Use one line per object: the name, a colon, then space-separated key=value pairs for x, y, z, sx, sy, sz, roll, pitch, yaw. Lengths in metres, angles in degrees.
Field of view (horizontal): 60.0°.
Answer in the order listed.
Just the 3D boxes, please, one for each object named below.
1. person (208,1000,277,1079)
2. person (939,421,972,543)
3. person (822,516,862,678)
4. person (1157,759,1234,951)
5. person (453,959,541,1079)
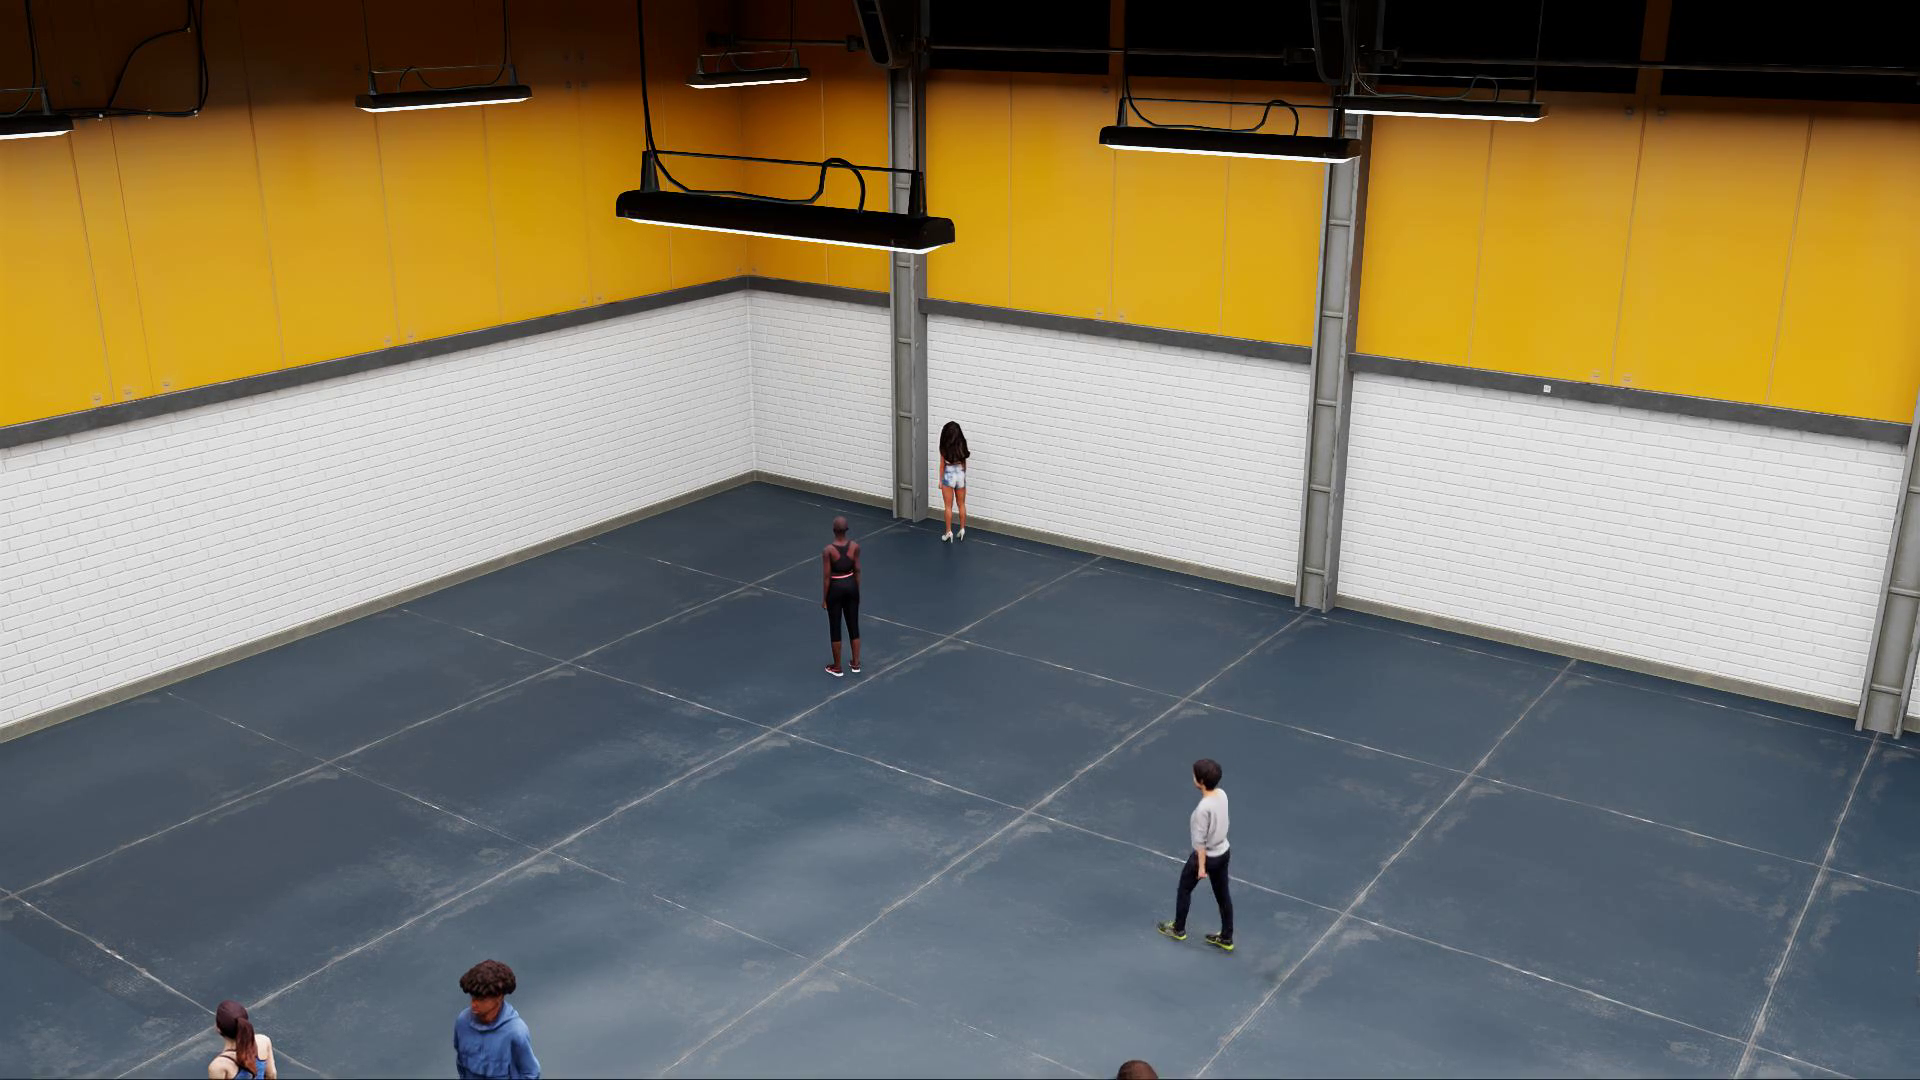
person: x=-4.109 y=3.369 z=9.594 sx=0.555 sy=1.609 sz=0.583 roll=10 pitch=21 yaw=28
person: x=-0.083 y=-0.769 z=21.852 sx=0.650 sy=1.626 sz=0.679 roll=-10 pitch=21 yaw=-27
person: x=-1.246 y=0.582 z=17.635 sx=0.661 sy=1.758 sz=0.677 roll=-9 pitch=21 yaw=-24
person: x=1.955 y=2.407 z=12.575 sx=0.835 sy=1.530 sz=0.609 roll=16 pitch=25 yaw=40
person: x=-2.668 y=3.240 z=9.662 sx=0.585 sy=1.808 sz=0.788 roll=7 pitch=20 yaw=20
